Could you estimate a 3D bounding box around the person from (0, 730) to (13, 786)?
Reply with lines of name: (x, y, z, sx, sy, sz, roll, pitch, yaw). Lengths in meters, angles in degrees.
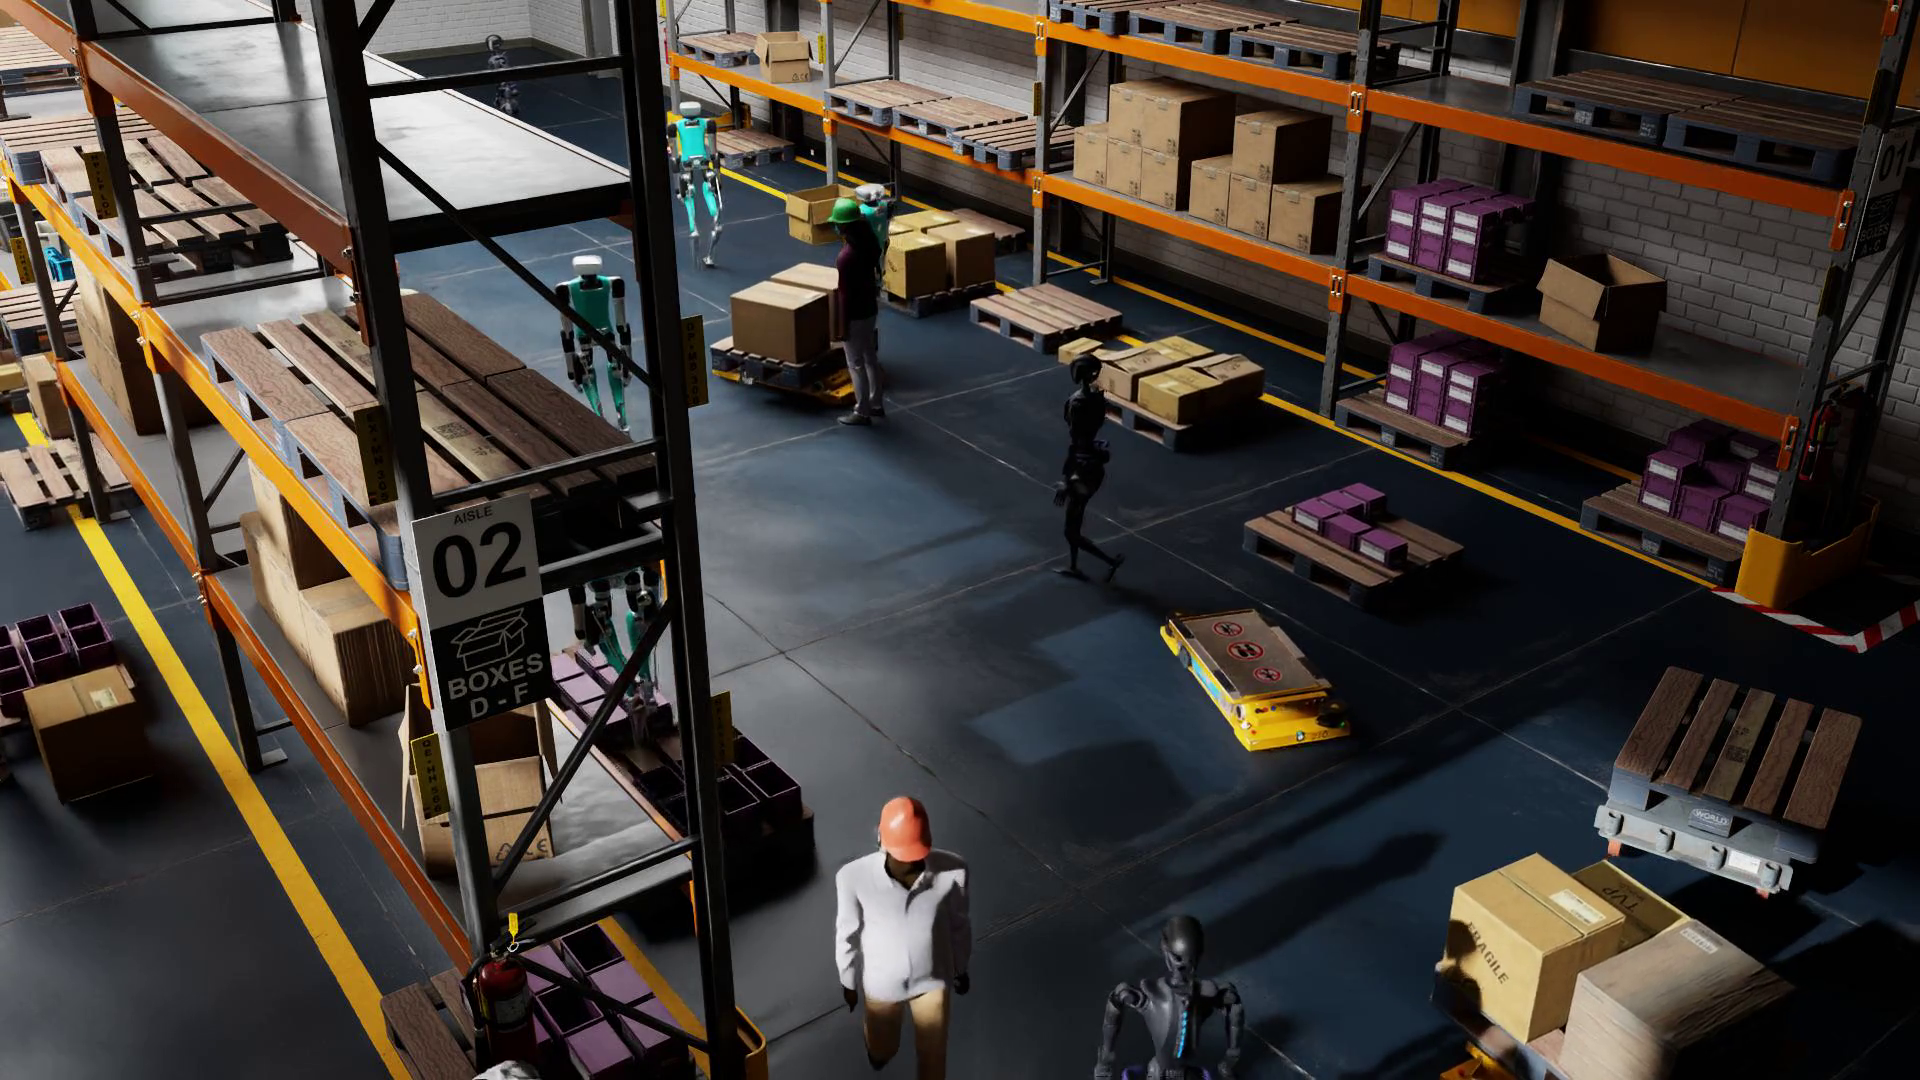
person: (-5.641, 0.553, 9.069, 0.641, 1.905, 0.402, 12, 29, 22)

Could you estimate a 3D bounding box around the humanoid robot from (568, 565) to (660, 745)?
humanoid robot: (-1.864, 0.491, 9.353, 0.551, 1.720, 0.987, -16, 31, -29)

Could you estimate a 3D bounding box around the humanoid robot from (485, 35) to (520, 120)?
humanoid robot: (-6.026, -5.920, 22.214, 0.450, 1.638, 0.601, -15, 30, -27)

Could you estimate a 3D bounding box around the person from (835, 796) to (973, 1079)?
person: (-0.233, 1.740, 6.900, 0.569, 1.732, 0.625, -5, 27, -10)

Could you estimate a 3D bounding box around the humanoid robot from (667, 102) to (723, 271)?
humanoid robot: (-2.767, -3.672, 17.788, 0.540, 1.897, 0.726, -9, 28, -17)

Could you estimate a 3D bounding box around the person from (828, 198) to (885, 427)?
person: (-0.865, -1.899, 13.914, 0.441, 1.940, 0.483, 12, 29, 23)

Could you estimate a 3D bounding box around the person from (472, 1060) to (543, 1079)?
person: (-1.370, 2.441, 5.442, 1.018, 1.780, 0.547, -8, 28, -15)

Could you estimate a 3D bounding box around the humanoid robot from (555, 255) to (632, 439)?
humanoid robot: (-2.751, -1.252, 12.847, 0.531, 1.783, 0.778, -9, 28, -18)

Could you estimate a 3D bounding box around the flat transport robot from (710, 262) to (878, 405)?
flat transport robot: (-1.476, -1.536, 15.044, 1.431, 0.231, 0.659, 15, 31, 28)

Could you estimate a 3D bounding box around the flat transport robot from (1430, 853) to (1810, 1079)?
flat transport robot: (2.898, 2.312, 7.389, 1.431, 0.231, 0.659, -14, 30, -26)

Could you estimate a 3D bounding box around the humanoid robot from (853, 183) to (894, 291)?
humanoid robot: (-1.017, -2.389, 15.135, 0.859, 1.799, 0.583, 17, 31, 30)

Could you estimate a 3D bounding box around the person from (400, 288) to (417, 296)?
person: (-4.535, -1.448, 13.238, 0.534, 1.734, 0.565, 19, 32, 33)

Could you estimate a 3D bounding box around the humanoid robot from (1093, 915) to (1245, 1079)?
humanoid robot: (0.752, 2.140, 6.221, 0.593, 1.632, 0.761, 0, 27, 0)

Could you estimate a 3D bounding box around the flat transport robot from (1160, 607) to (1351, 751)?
flat transport robot: (1.812, 0.821, 10.355, 0.659, 0.231, 1.431, -7, 28, -14)

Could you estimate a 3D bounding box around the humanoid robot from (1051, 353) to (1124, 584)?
humanoid robot: (0.909, -0.478, 11.379, 0.506, 1.637, 0.586, 10, 28, 19)
